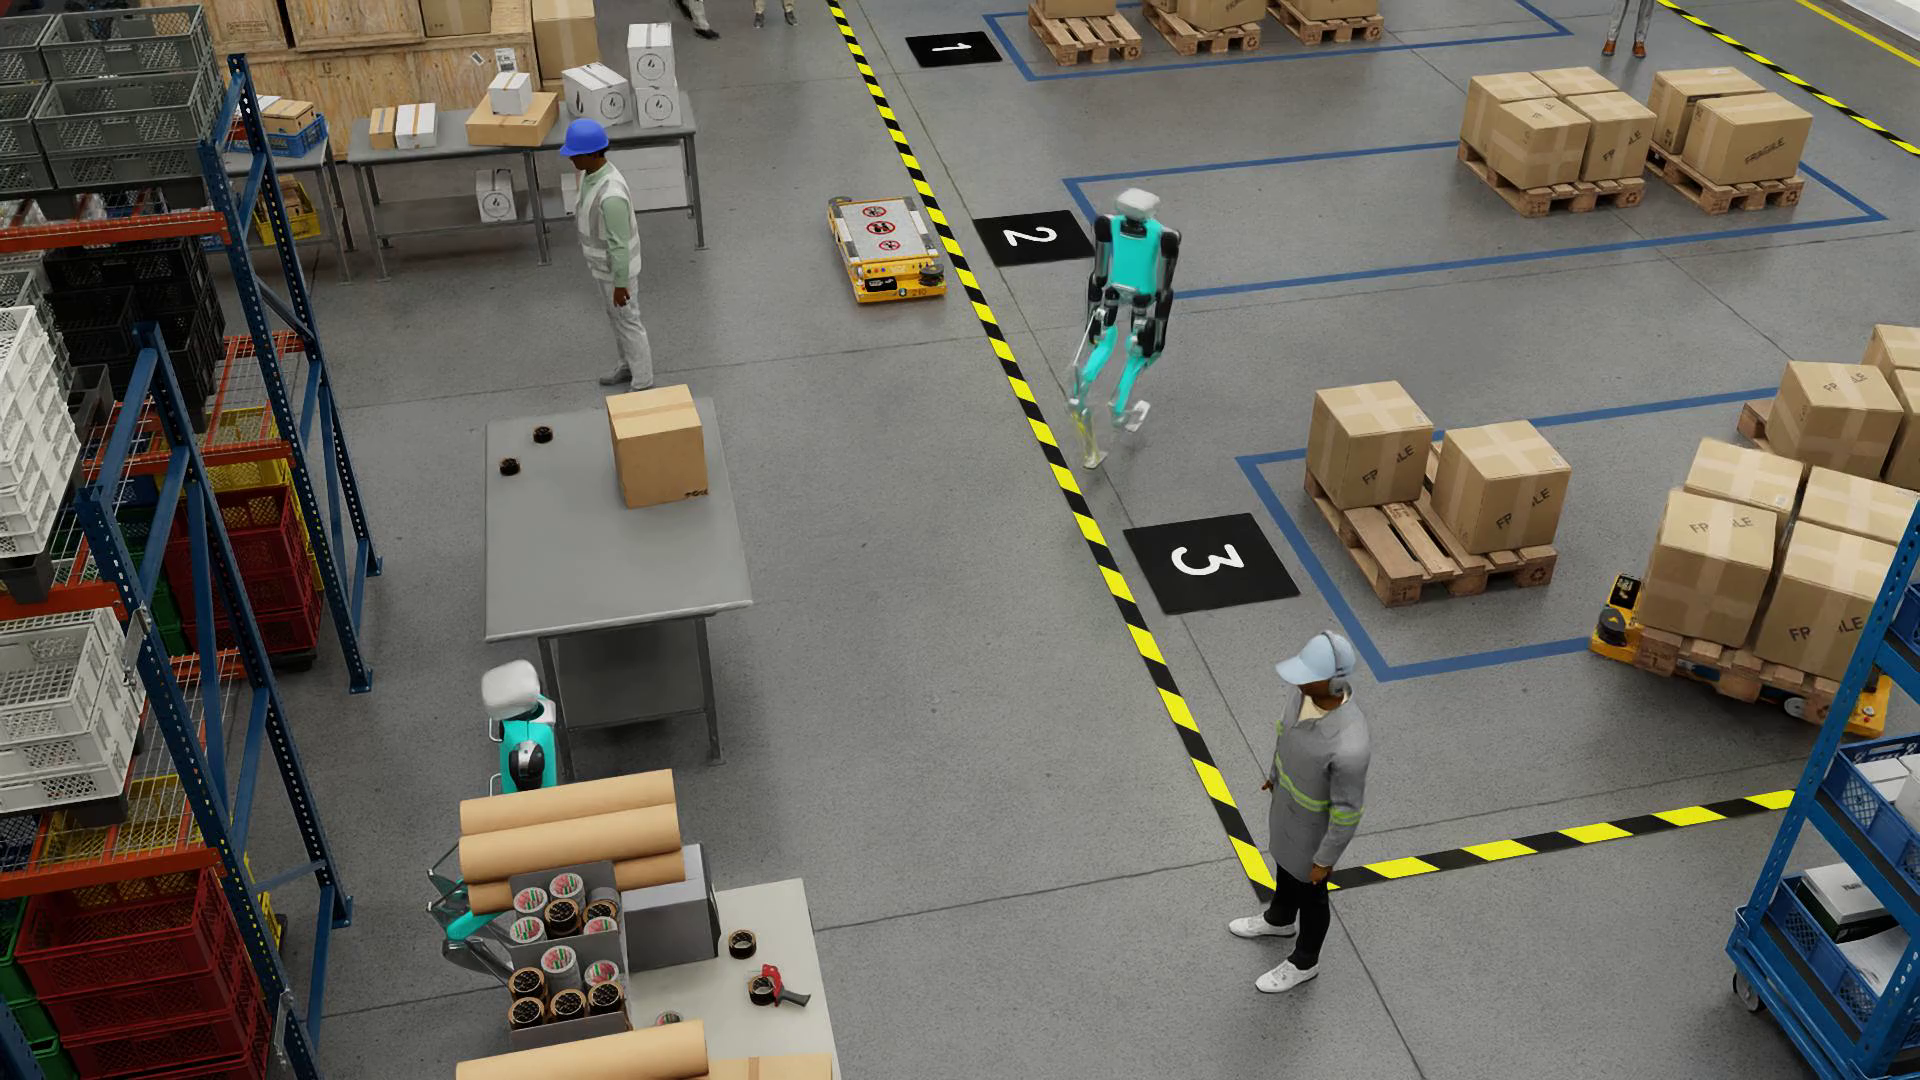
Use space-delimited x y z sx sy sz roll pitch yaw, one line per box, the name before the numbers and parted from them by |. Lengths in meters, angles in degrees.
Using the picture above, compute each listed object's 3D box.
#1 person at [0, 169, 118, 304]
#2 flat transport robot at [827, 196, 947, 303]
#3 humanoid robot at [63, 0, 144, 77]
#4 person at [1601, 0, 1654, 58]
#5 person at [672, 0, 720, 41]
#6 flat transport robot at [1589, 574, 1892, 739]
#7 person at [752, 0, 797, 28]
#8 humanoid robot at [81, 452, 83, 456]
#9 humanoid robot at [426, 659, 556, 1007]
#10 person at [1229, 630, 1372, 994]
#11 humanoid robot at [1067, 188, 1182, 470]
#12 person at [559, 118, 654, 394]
person | -5.814 -1.865 10.738 0.686 1.864 0.341 -23 42 -27
flat transport robot | -0.570 -2.220 12.538 0.659 0.231 1.431 -8 37 -10
humanoid robot | -6.925 -3.868 13.576 0.609 1.646 0.444 -8 37 -11
person | 6.431 -5.469 15.550 0.590 1.884 0.359 9 37 11
person | -2.617 -5.746 15.998 0.602 1.793 0.617 23 42 27
flat transport robot | 4.142 0.555 8.785 1.431 0.197 0.652 18 40 23
person | -1.860 -5.932 16.268 0.562 1.769 0.400 -8 37 -10
humanoid robot | -5.754 -1.225 10.052 0.844 1.873 0.537 -4 37 -5
humanoid robot | -1.880 1.212 6.579 0.735 1.681 0.533 -8 37 -10
person | 1.376 1.098 6.751 0.384 1.851 0.596 -7 37 -10
humanoid robot | 0.924 -1.178 9.898 0.534 1.728 1.007 18 40 23
person | -2.217 -1.746 10.506 0.418 1.941 0.603 -14 39 -19
